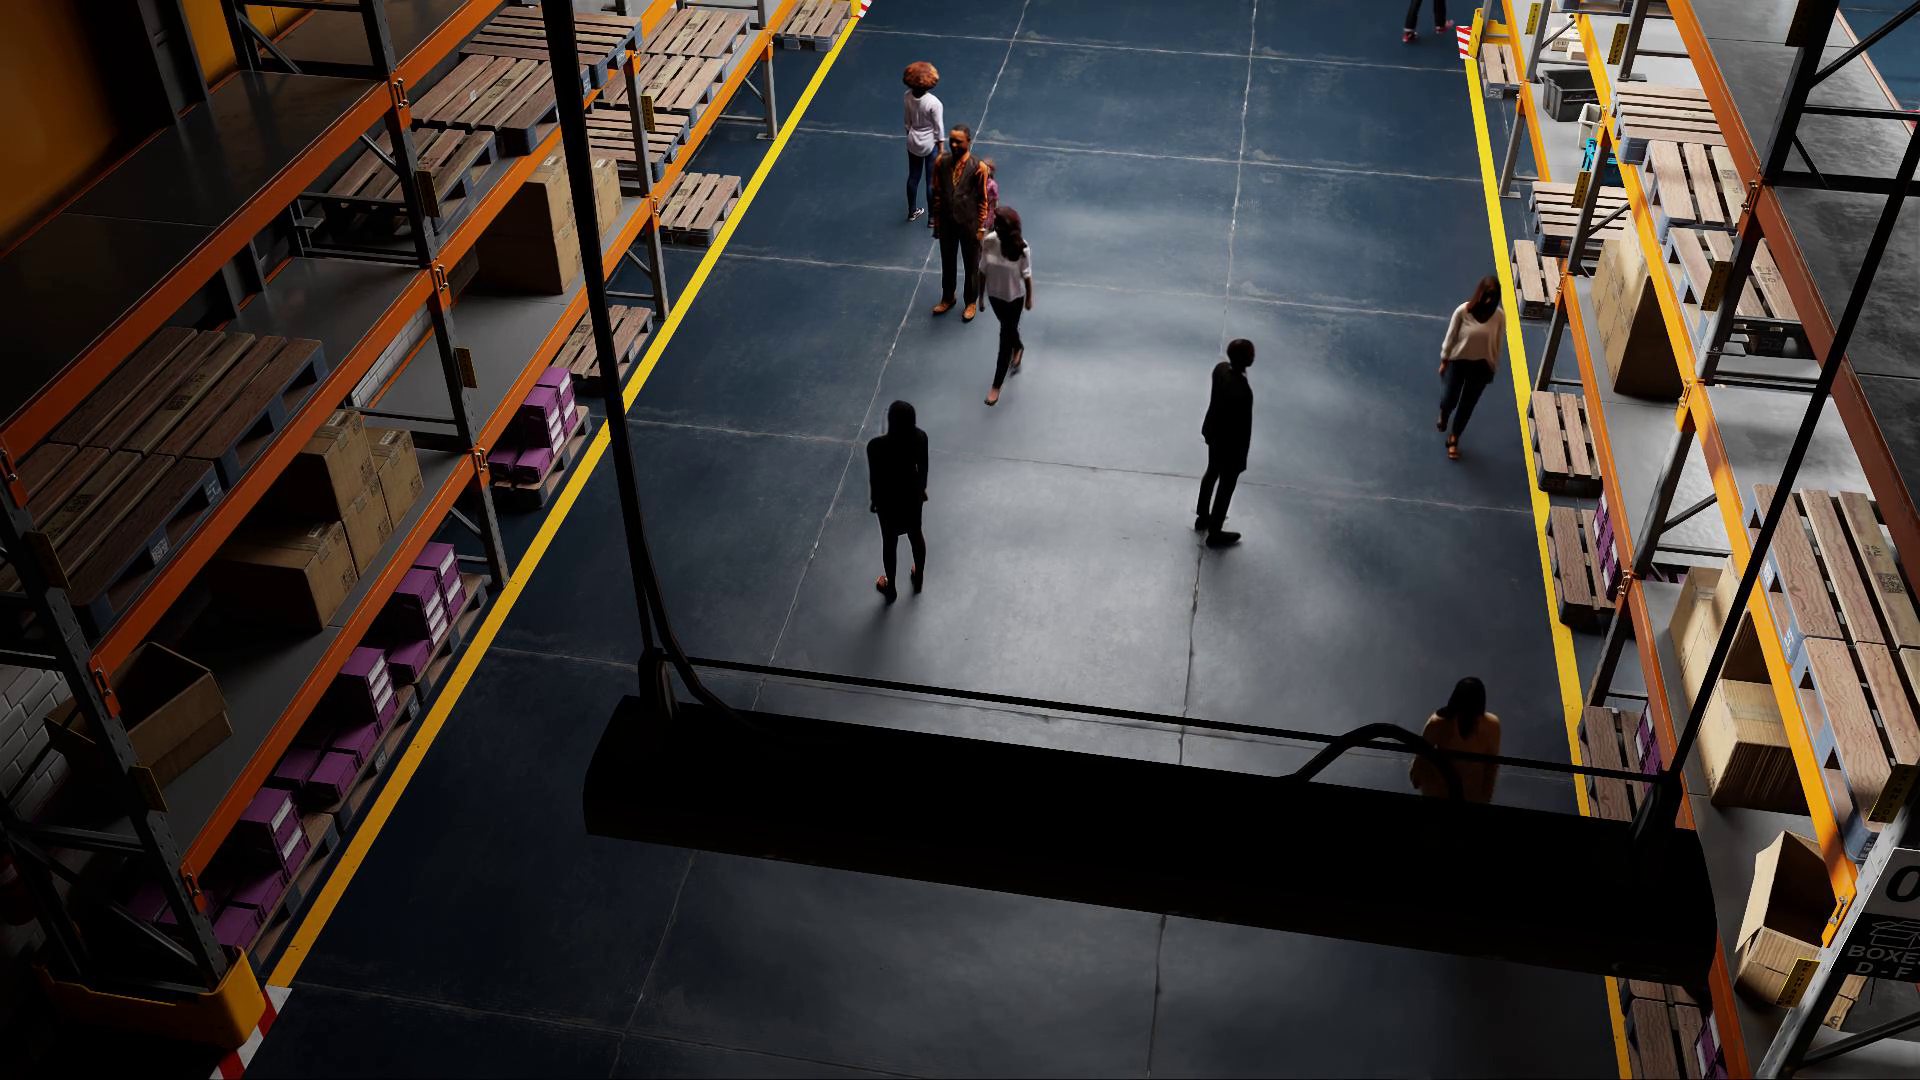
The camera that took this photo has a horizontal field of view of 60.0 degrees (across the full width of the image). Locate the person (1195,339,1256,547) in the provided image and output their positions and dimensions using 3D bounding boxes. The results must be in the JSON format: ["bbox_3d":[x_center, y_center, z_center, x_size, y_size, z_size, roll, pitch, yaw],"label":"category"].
[{"bbox_3d":[2.029,-0.758,12.710,0.791,1.799,0.678,-14,41,-16],"label":"person"}]

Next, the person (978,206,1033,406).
[{"bbox_3d":[0.427,-2.116,14.467,0.839,1.728,1.232,17,42,20],"label":"person"}]

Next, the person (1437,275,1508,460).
[{"bbox_3d":[4.181,-1.474,13.706,0.627,1.673,0.676,6,39,7],"label":"person"}]

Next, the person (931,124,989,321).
[{"bbox_3d":[0.008,-2.950,15.368,0.742,1.907,0.683,15,41,18],"label":"person"}]

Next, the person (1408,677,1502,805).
[{"bbox_3d":[2.983,1.420,10.092,0.679,1.661,0.994,5,39,6],"label":"person"}]

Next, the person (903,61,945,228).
[{"bbox_3d":[-0.378,-4.024,16.868,0.741,1.713,0.759,26,46,29],"label":"person"}]

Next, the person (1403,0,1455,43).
[{"bbox_3d":[5.797,-7.008,20.595,1.171,1.724,1.079,-29,47,-31],"label":"person"}]

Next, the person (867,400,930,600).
[{"bbox_3d":[-0.444,-0.315,12.221,0.690,1.716,0.693,-14,41,-17],"label":"person"}]
